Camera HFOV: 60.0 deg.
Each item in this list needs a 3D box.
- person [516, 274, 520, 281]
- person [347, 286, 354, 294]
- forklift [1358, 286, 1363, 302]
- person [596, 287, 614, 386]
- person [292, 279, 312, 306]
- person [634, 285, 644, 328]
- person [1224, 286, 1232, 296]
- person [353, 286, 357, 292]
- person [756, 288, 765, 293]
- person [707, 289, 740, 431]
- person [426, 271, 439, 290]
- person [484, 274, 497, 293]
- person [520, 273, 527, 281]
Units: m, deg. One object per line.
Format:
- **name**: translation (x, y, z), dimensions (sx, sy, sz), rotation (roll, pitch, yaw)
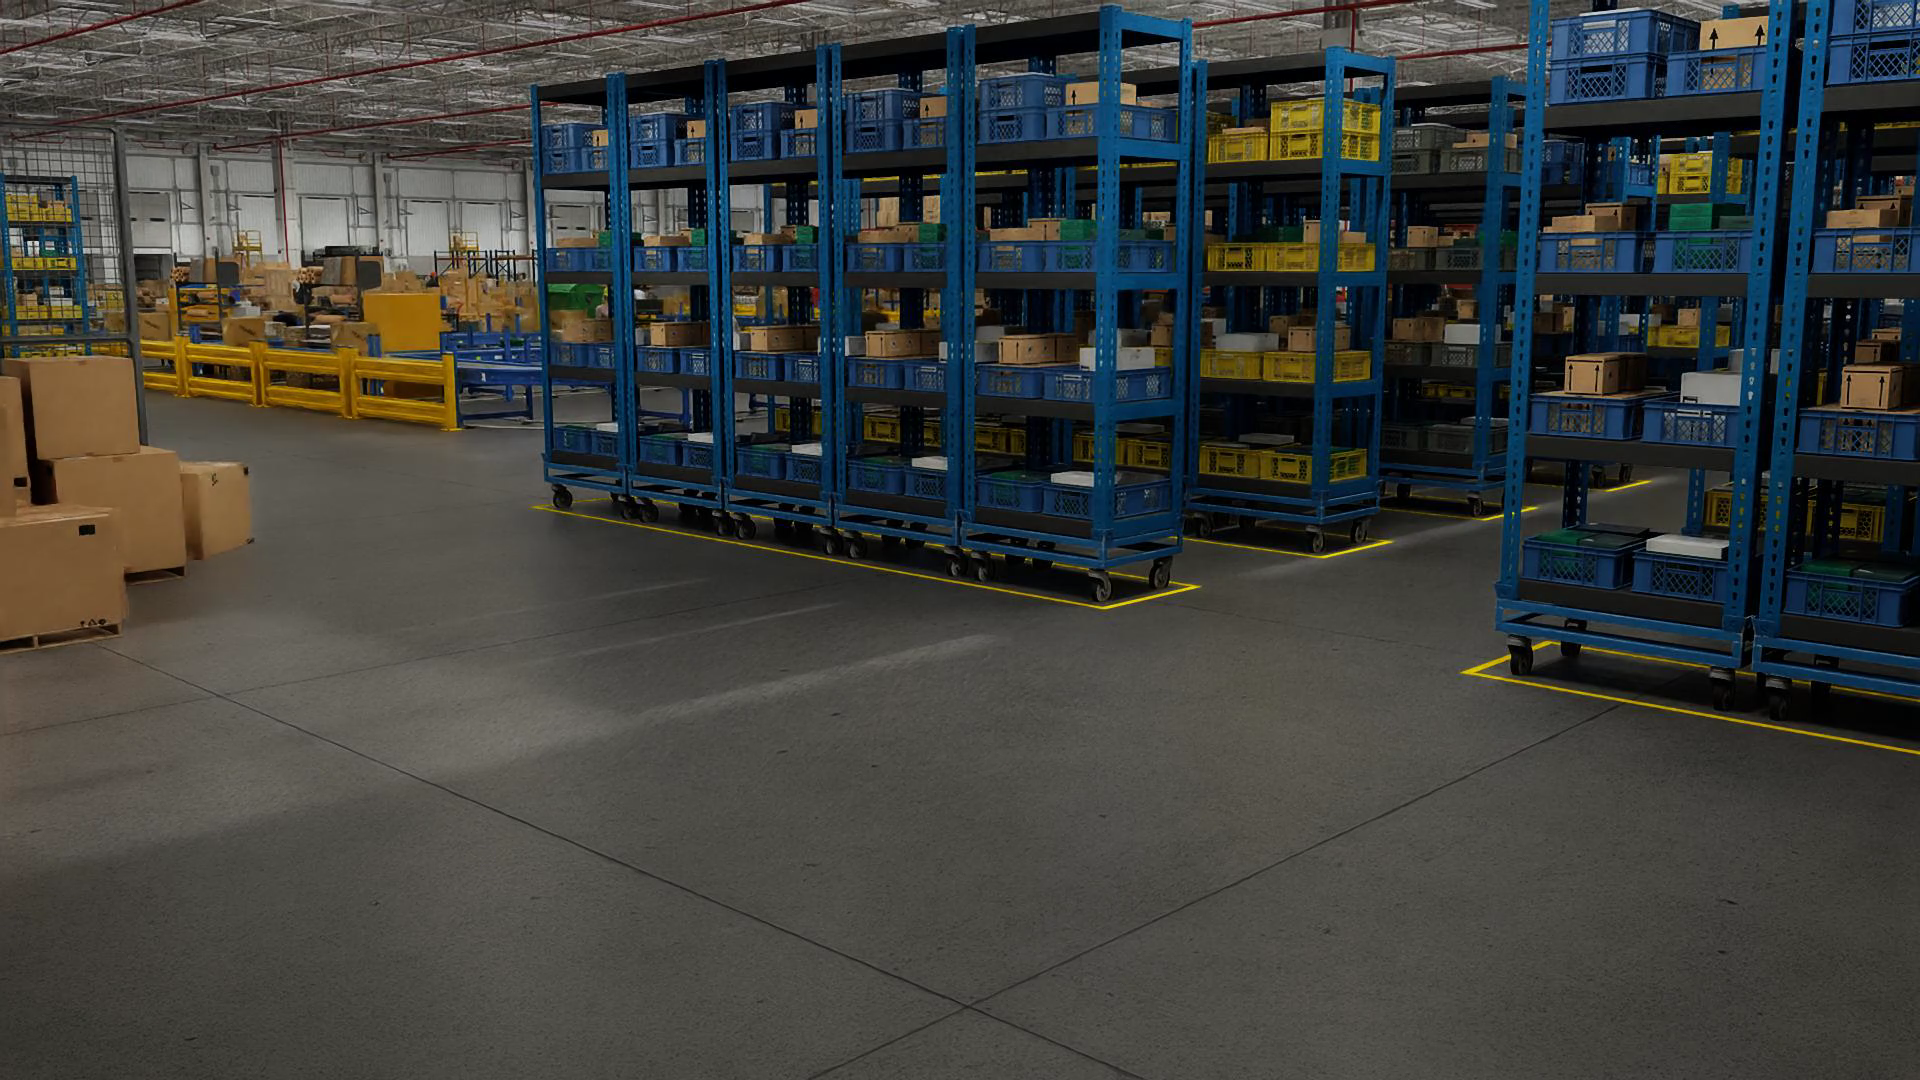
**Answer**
- **person**: translation (-22.836, -12.816, 85.869), dimensions (0.514, 1.795, 0.982), rotation (8, 12, 41)
- **person**: translation (-23.216, -9.109, 63.388), dimensions (0.966, 1.699, 0.553), rotation (-4, 10, -25)
- **forklift**: translation (11.100, -7.017, 46.970), dimensions (1.873, 2.768, 1.129), rotation (9, 13, 43)
- **person**: translation (-6.172, -3.600, 29.426), dimensions (0.533, 1.767, 0.326), rotation (-5, 11, -29)
- **person**: translation (-24.570, -9.070, 62.125), dimensions (0.682, 2.000, 0.537), rotation (-4, 10, -25)
- **person**: translation (-10.296, -7.401, 52.978), dimensions (0.535, 1.685, 0.377), rotation (-8, 12, -41)
- **person**: translation (9.024, -7.927, 55.656), dimensions (0.930, 1.871, 0.637), rotation (-5, 10, -26)
- **person**: translation (-30.024, -12.275, 82.944), dimensions (0.915, 1.639, 0.537), rotation (-1, 9, -3)
- **person**: translation (-8.196, -10.180, 69.240), dimensions (0.551, 1.936, 0.357), rotation (2, 10, 13)
- **person**: translation (-2.619, -1.901, 18.574), dimensions (0.406, 1.911, 0.638), rotation (-6, 11, -35)
- **person**: translation (-18.747, -8.585, 59.286), dimensions (0.609, 1.995, 0.378), rotation (5, 11, 29)
- **person**: translation (-24.316, -12.896, 86.216), dimensions (0.645, 1.824, 0.477), rotation (-2, 9, -10)
- **person**: translation (-22.680, -12.979, 86.592), dimensions (0.726, 1.874, 0.635), rotation (1, 9, 4)
